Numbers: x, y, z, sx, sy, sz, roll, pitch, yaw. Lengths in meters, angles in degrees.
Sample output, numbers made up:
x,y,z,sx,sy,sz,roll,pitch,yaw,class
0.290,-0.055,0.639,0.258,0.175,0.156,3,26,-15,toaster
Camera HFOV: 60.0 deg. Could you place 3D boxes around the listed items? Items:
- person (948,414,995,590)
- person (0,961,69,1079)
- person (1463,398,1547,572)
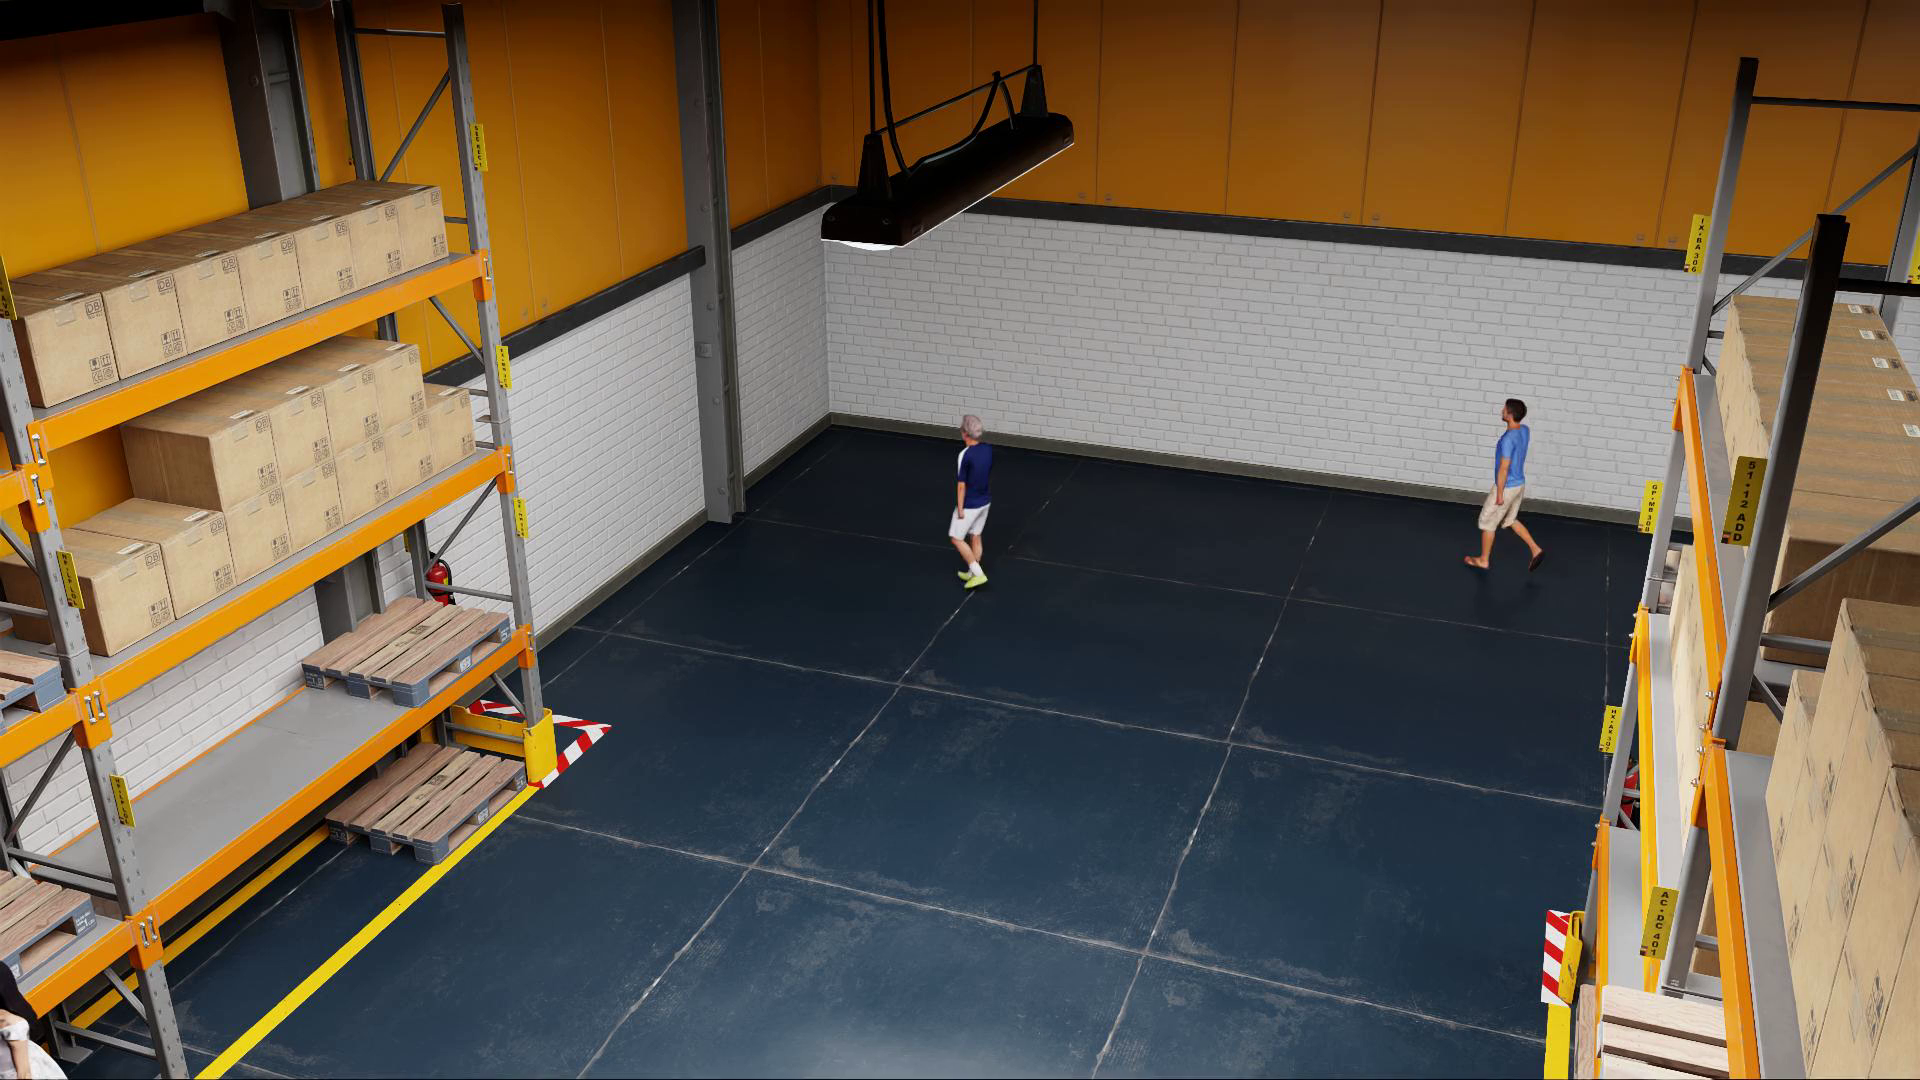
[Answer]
x,y,z,sx,sy,sz,roll,pitch,yaw,class
0.175,-0.351,16.441,0.867,1.828,0.825,20,30,38,person
-4.991,2.974,8.909,0.800,1.769,0.776,-19,30,-36,person
5.612,-0.518,16.801,0.984,1.847,1.073,22,32,40,person
